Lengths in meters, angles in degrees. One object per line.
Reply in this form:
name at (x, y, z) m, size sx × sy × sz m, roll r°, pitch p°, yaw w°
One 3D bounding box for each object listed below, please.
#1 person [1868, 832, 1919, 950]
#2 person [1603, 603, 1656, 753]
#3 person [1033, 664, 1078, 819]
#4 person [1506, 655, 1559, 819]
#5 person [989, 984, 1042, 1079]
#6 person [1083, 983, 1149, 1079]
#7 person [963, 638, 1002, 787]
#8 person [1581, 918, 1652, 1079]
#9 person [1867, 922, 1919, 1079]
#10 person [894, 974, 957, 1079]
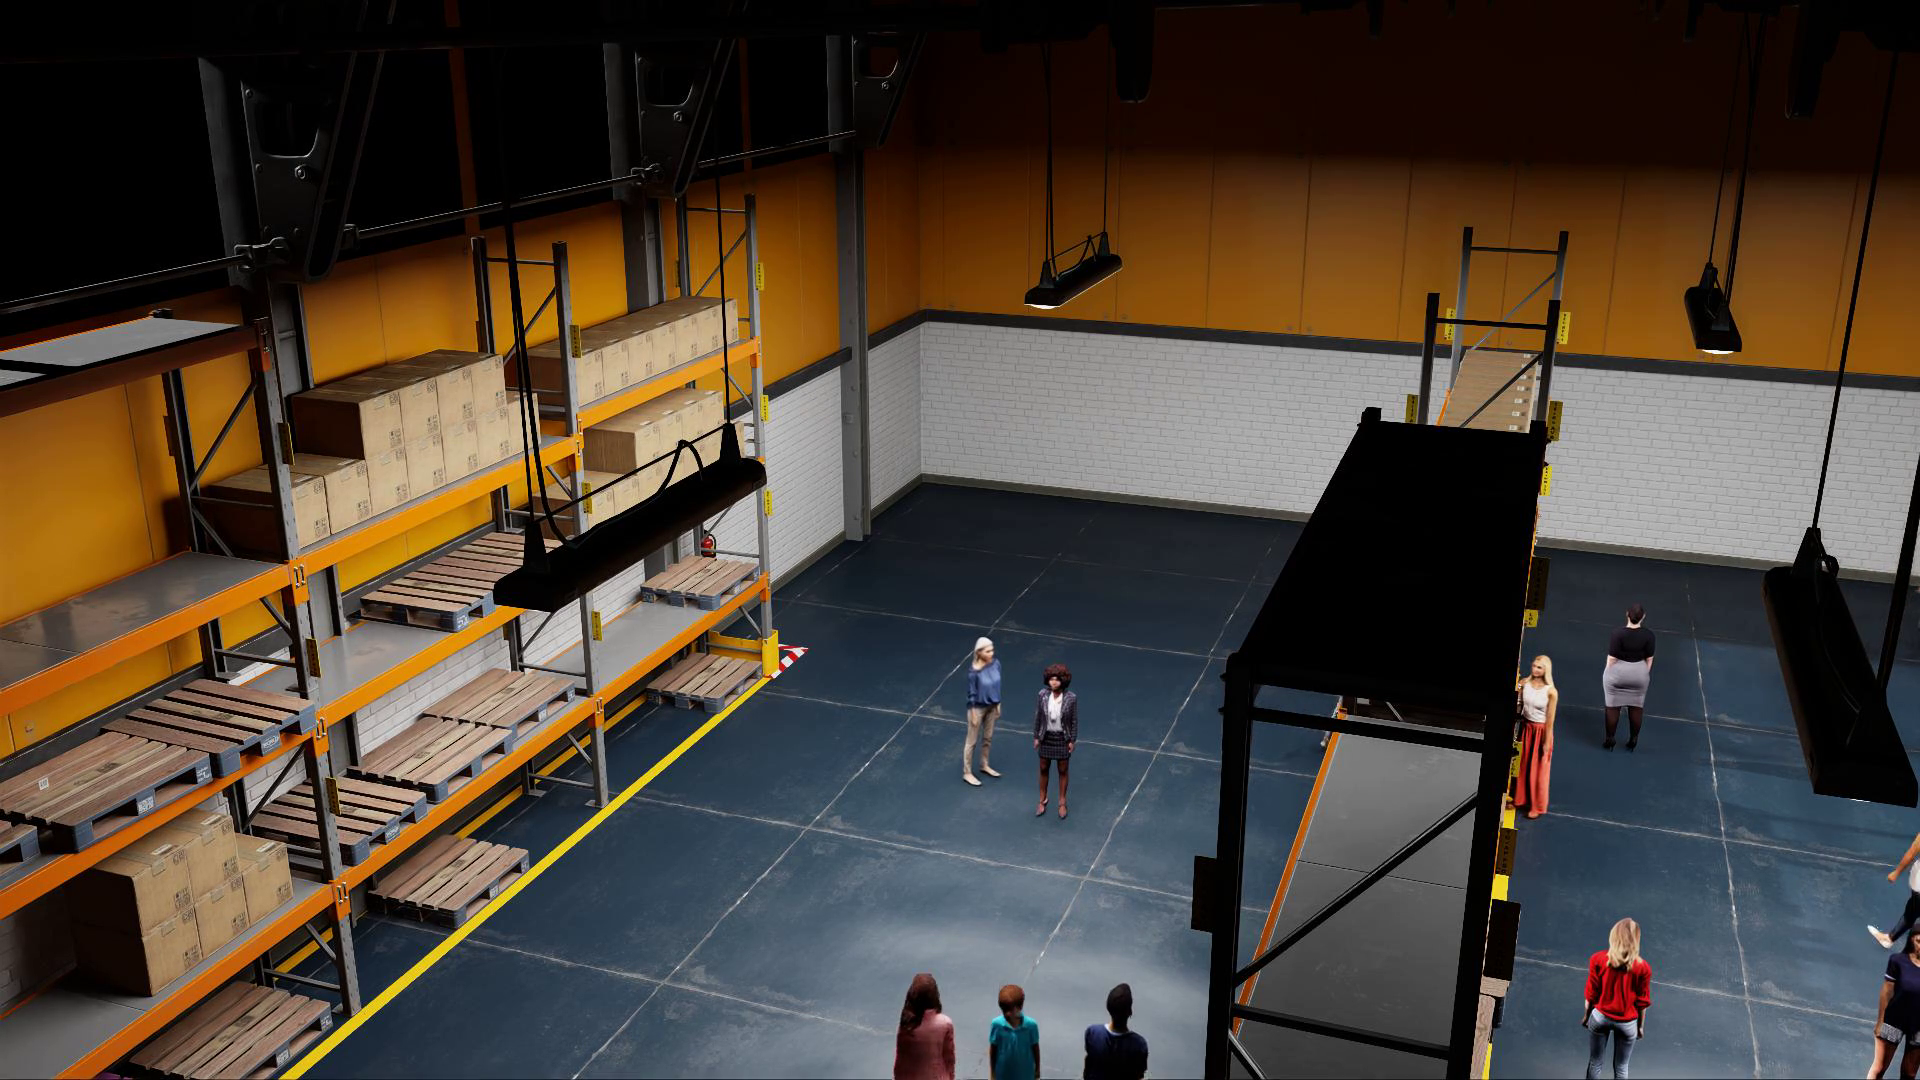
person at (8.499, 3.044, 14.444) m, size 1.070 × 1.740 × 1.143 m, roll -8°, pitch 20°, yaw -23°
person at (7.557, 1.556, 18.835) m, size 0.730 × 1.758 × 0.700 m, roll 2°, pitch 19°, yaw 6°
person at (0.991, 2.085, 17.351) m, size 0.633 × 1.703 × 0.581 m, roll 4°, pitch 19°, yaw 12°
person at (6.004, 2.032, 17.357) m, size 0.755 × 1.800 × 0.724 m, roll -14°, pitch 23°, yaw -36°
person at (0.407, 3.910, 12.380) m, size 0.690 × 1.417 × 0.968 m, roll 1°, pitch 19°, yaw 3°
person at (1.028, 3.979, 11.548) m, size 0.619 × 1.815 × 1.109 m, roll 6°, pitch 20°, yaw 18°
person at (0.229, 1.840, 18.092) m, size 0.760 × 1.694 × 0.642 m, roll 18°, pitch 25°, yaw 42°
person at (4.977, 3.659, 12.676) m, size 0.626 × 1.703 × 0.513 m, roll 8°, pitch 20°, yaw 21°
person at (7.140, 3.666, 12.555) m, size 0.574 × 1.766 × 0.515 m, roll 6°, pitch 19°, yaw 17°
person at (-0.237, 3.935, 11.727) m, size 0.807 × 1.786 × 0.866 m, roll -6°, pitch 20°, yaw -18°
